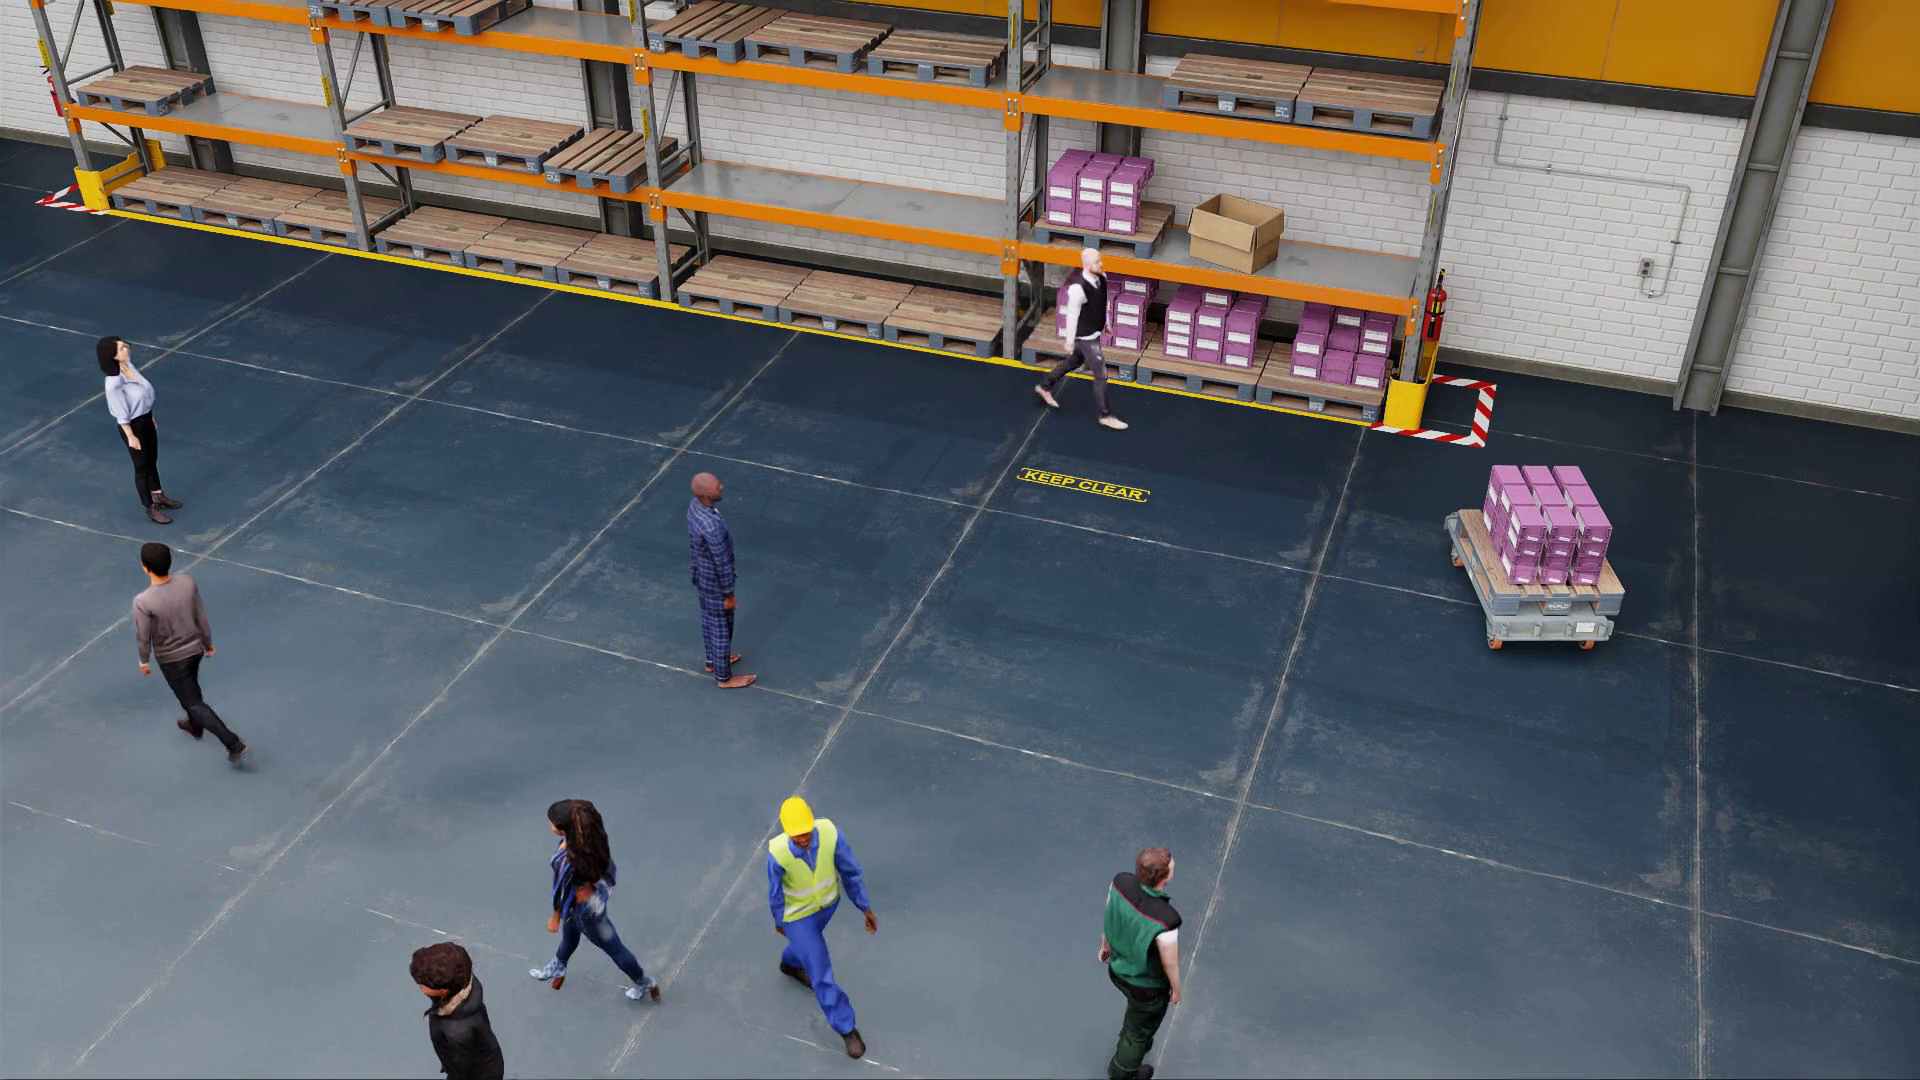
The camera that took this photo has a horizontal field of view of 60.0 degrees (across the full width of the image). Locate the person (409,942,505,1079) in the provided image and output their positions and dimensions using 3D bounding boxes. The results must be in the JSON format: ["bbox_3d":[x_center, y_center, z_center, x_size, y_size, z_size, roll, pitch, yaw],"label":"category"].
[{"bbox_3d":[-2.471,2.738,8.726,0.821,1.763,0.777,-9,35,-13],"label":"person"}]

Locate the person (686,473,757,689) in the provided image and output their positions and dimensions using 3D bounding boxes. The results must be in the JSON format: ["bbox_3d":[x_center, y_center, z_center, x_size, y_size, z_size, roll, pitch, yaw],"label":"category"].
[{"bbox_3d":[-1.827,0.282,12.369,0.817,1.819,0.751,-16,37,-22],"label":"person"}]

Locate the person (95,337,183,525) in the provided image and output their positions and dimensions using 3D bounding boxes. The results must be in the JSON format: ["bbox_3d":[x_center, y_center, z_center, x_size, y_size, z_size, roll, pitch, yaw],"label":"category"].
[{"bbox_3d":[-7.085,-0.962,14.312,0.697,1.742,0.724,-1,34,-2],"label":"person"}]

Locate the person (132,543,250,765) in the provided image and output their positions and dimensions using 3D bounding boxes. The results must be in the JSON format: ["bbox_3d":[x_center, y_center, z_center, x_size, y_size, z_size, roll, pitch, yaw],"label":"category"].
[{"bbox_3d":[-5.399,0.831,11.616,0.773,1.740,1.135,12,35,17],"label":"person"}]

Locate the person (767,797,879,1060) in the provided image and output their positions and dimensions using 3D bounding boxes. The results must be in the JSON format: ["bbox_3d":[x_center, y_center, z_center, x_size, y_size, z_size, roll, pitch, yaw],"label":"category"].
[{"bbox_3d":[-0.918,2.091,9.708,1.068,1.754,1.300,-27,42,-34],"label":"person"}]

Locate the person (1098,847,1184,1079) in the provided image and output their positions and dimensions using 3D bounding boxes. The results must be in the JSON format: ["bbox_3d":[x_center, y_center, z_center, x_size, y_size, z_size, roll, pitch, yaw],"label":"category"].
[{"bbox_3d":[0.941,2.403,9.169,0.869,1.831,0.792,-22,39,-29],"label":"person"}]

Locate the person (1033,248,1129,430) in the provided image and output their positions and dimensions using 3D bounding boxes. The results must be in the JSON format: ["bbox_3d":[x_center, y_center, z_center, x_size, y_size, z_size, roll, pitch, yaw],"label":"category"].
[{"bbox_3d":[1.119,-1.932,15.744,1.292,1.771,0.772,15,36,21],"label":"person"}]

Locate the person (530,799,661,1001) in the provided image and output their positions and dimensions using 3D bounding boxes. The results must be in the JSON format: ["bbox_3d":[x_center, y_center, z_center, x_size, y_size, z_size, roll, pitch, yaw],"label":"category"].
[{"bbox_3d":[-2.103,2.168,9.759,1.104,1.569,0.793,3,34,5],"label":"person"}]
